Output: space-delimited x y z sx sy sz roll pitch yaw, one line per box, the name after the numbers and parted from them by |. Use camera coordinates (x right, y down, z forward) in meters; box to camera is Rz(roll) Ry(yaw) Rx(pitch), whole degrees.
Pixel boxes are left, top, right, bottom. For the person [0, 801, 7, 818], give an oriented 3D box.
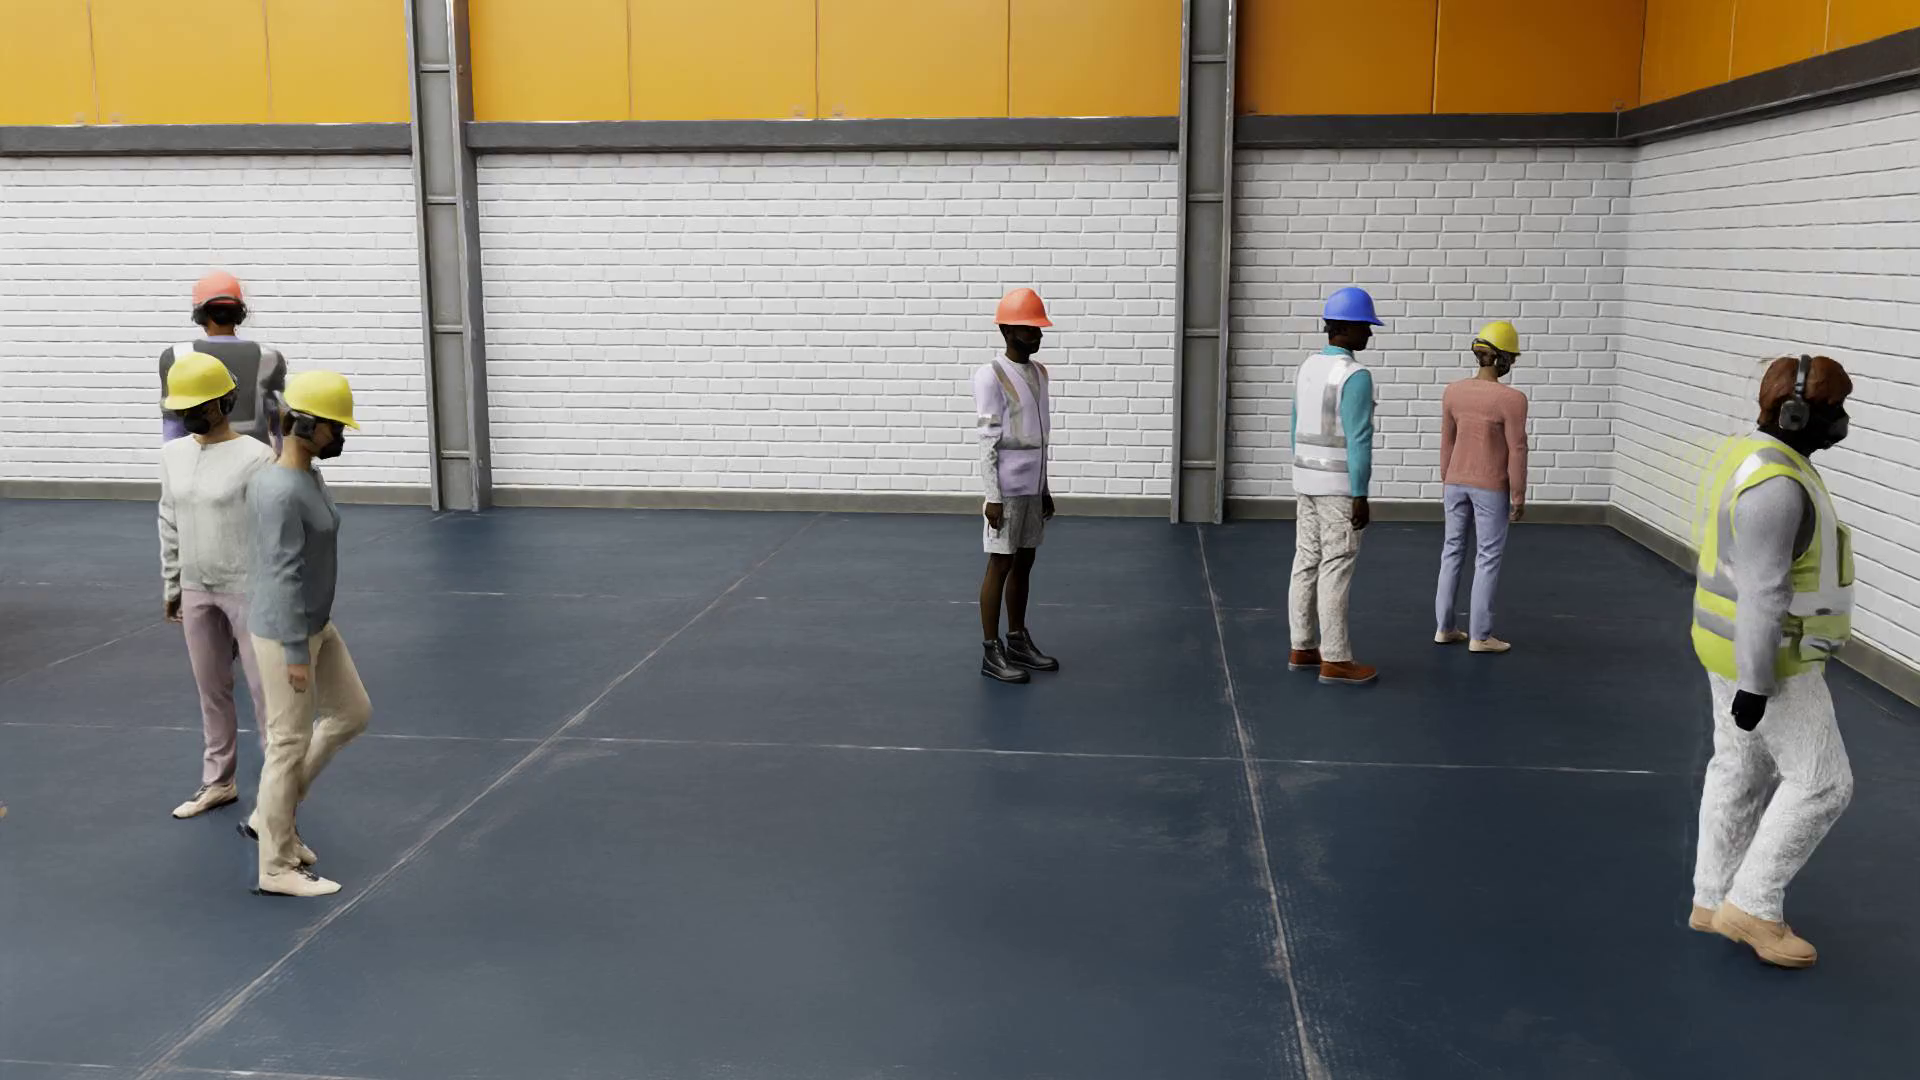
-3.618 0.191 5.846 0.603 1.854 0.631 7 12 34 | person

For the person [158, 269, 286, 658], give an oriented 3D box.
-3.697 -0.346 8.434 0.621 2.025 0.492 -7 12 -36 | person

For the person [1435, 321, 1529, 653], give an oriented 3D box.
2.773 -0.273 8.806 0.338 1.756 0.532 -7 12 -36 | person

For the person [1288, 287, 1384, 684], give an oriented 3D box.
1.852 -0.270 8.231 0.403 1.944 0.606 -3 10 -17 | person

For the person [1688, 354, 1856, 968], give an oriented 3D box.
2.467 0.360 4.989 0.506 1.827 0.628 3 10 18 | person

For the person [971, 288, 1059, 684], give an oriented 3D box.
0.294 -0.271 8.259 0.354 1.939 0.544 7 12 33 | person

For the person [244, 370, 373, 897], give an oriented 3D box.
-2.169 0.309 5.521 0.435 1.734 0.625 -2 10 -11 | person

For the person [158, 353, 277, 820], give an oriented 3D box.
-2.727 0.188 6.142 0.528 1.759 0.338 3 10 16 | person
